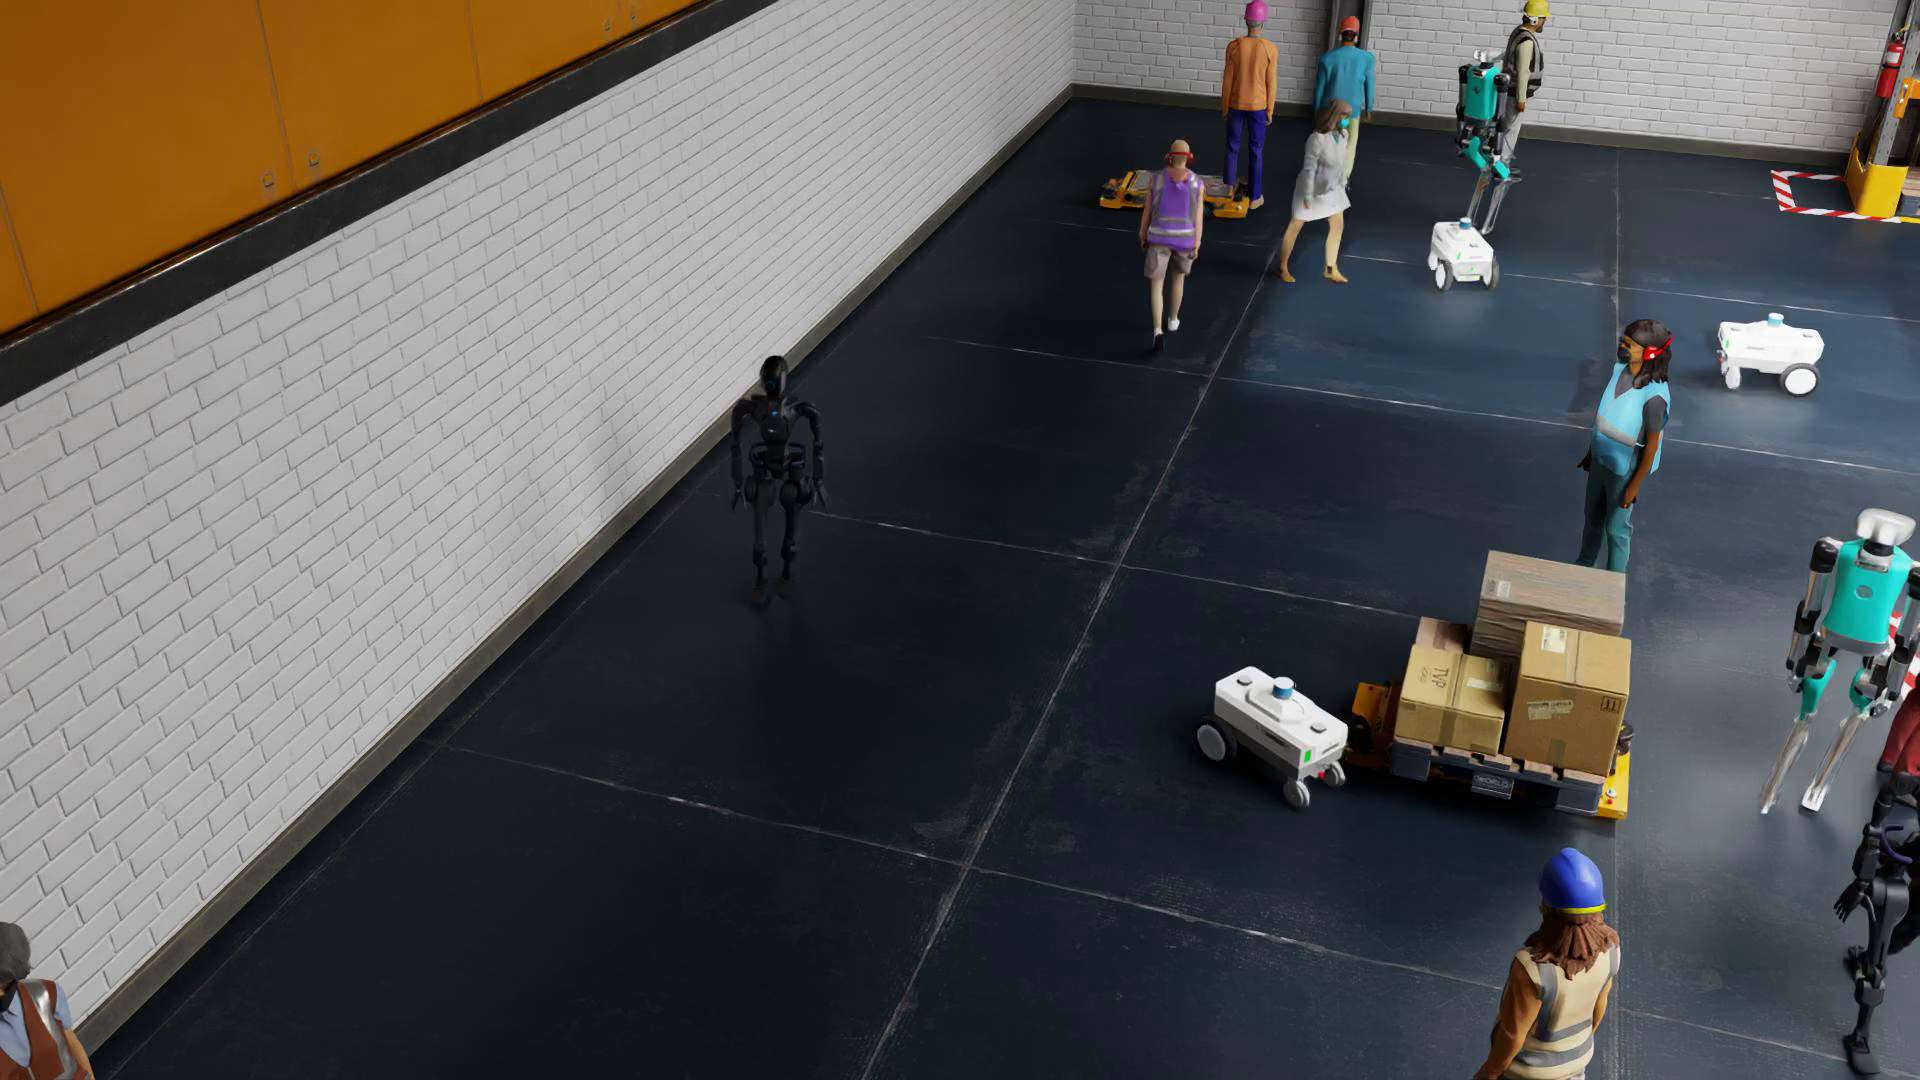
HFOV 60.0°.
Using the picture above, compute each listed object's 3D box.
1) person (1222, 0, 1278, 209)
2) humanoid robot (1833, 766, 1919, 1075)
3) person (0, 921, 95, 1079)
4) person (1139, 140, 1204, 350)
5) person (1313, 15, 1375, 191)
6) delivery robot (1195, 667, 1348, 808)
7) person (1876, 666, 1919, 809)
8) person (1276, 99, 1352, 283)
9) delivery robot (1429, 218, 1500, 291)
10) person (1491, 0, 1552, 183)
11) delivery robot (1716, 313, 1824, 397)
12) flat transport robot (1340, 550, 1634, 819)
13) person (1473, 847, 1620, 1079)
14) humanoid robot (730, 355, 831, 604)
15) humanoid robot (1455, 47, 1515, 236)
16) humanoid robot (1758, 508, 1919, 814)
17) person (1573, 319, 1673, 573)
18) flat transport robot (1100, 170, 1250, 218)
[{"bbox_3d":[2.785,-4.198,16.079,0.516,1.981,0.393,8,31,13],"label":"person"},{"bbox_3d":[3.981,1.403,6.901,0.584,1.634,0.772,4,31,7],"label":"humanoid robot"},{"bbox_3d":[-3.214,2.015,5.794,0.308,1.688,0.435,22,37,33],"label":"person"},{"bbox_3d":[1.671,-2.349,13.246,0.496,1.667,0.781,3,31,5],"label":"person"},{"bbox_3d":[3.788,-4.294,16.477,0.592,1.732,0.432,7,31,11],"label":"person"},{"bbox_3d":[1.647,0.977,8.676,0.499,0.591,0.781,-21,36,-32],"label":"delivery robot"},{"bbox_3d":[4.949,0.542,8.232,0.334,1.761,0.528,8,31,13],"label":"person"},{"bbox_3d":[3.142,-2.995,14.374,0.504,1.625,0.615,-15,34,-24],"label":"person"},{"bbox_3d":[4.417,-2.523,14.646,0.499,0.606,0.807,-2,31,-3],"label":"delivery robot"},{"bbox_3d":[5.674,-4.565,16.864,0.403,1.824,0.595,5,31,9],"label":"person"},{"bbox_3d":[6.242,-1.440,12.798,0.771,0.599,0.523,7,31,12],"label":"delivery robot"},{"bbox_3d":[2.789,1.068,8.808,1.431,0.231,0.659,11,32,17],"label":"flat transport robot"},{"bbox_3d":[2.078,1.843,6.000,0.477,1.775,0.323,-12,32,-19],"label":"person"},{"bbox_3d":[-1.074,-0.368,9.870,0.601,1.646,0.403,-1,30,-2],"label":"humanoid robot"},{"bbox_3d":[4.937,-3.735,15.489,0.715,1.736,0.533,-21,36,-31],"label":"humanoid robot"},{"bbox_3d":[4.377,0.590,8.184,0.548,1.802,0.693,21,36,31],"label":"humanoid robot"},{"bbox_3d":[3.859,-0.422,9.768,0.392,1.866,0.520,-7,31,-11],"label":"person"},{"bbox_3d":[2.145,-3.420,16.444,1.431,0.231,0.659,7,31,13],"label":"flat transport robot"}]
